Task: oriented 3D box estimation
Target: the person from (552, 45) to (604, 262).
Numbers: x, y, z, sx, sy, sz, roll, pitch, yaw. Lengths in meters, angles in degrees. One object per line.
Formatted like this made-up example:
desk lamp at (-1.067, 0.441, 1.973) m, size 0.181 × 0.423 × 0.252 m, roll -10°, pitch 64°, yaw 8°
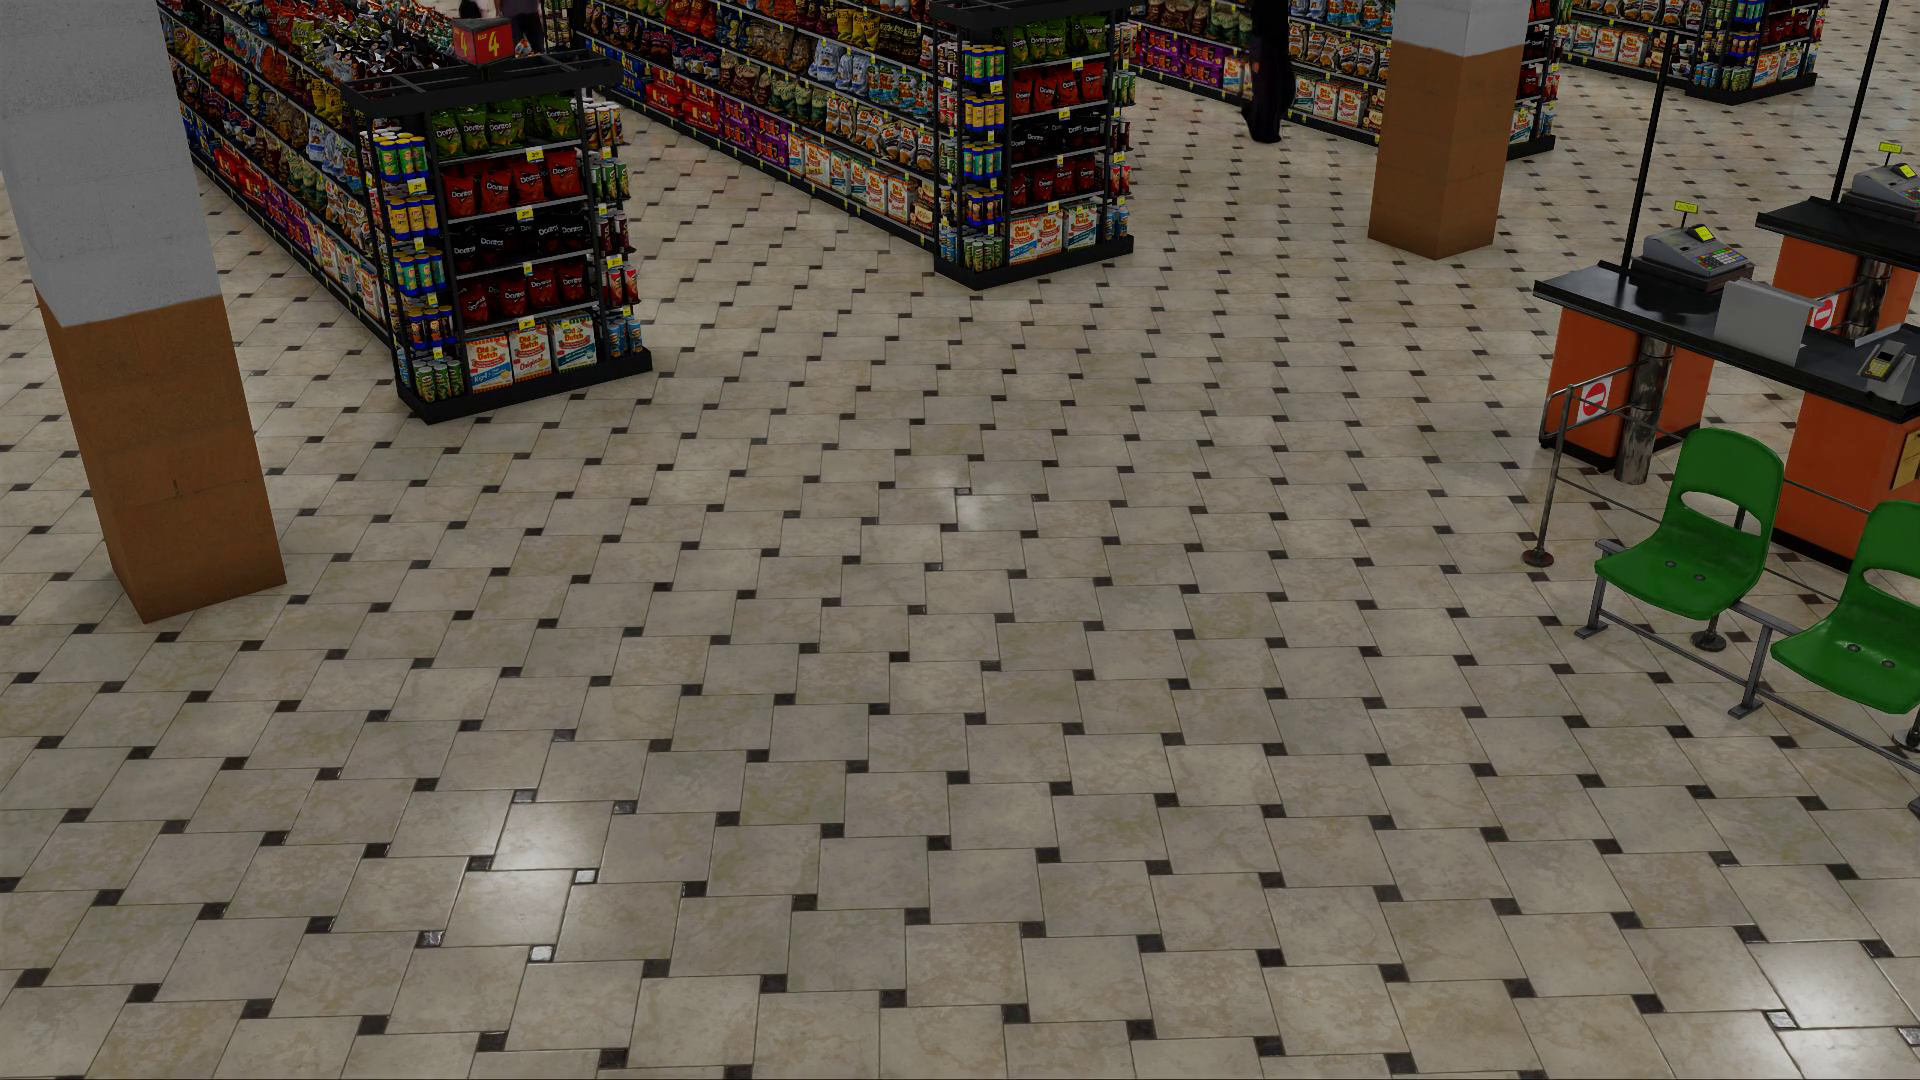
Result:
person at (-2.878, -2.835, 12.454) m, size 0.590 × 1.607 × 1.082 m, roll -17°, pitch 33°, yaw -28°

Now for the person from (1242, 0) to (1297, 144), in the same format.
person at (2.862, -4.579, 15.648) m, size 0.593 × 1.606 × 0.740 m, roll -19°, pitch 34°, yaw -30°

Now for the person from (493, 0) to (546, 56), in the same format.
person at (-4.515, -5.375, 16.868) m, size 0.715 × 1.834 × 0.860 m, roll -22°, pitch 35°, yaw -34°
